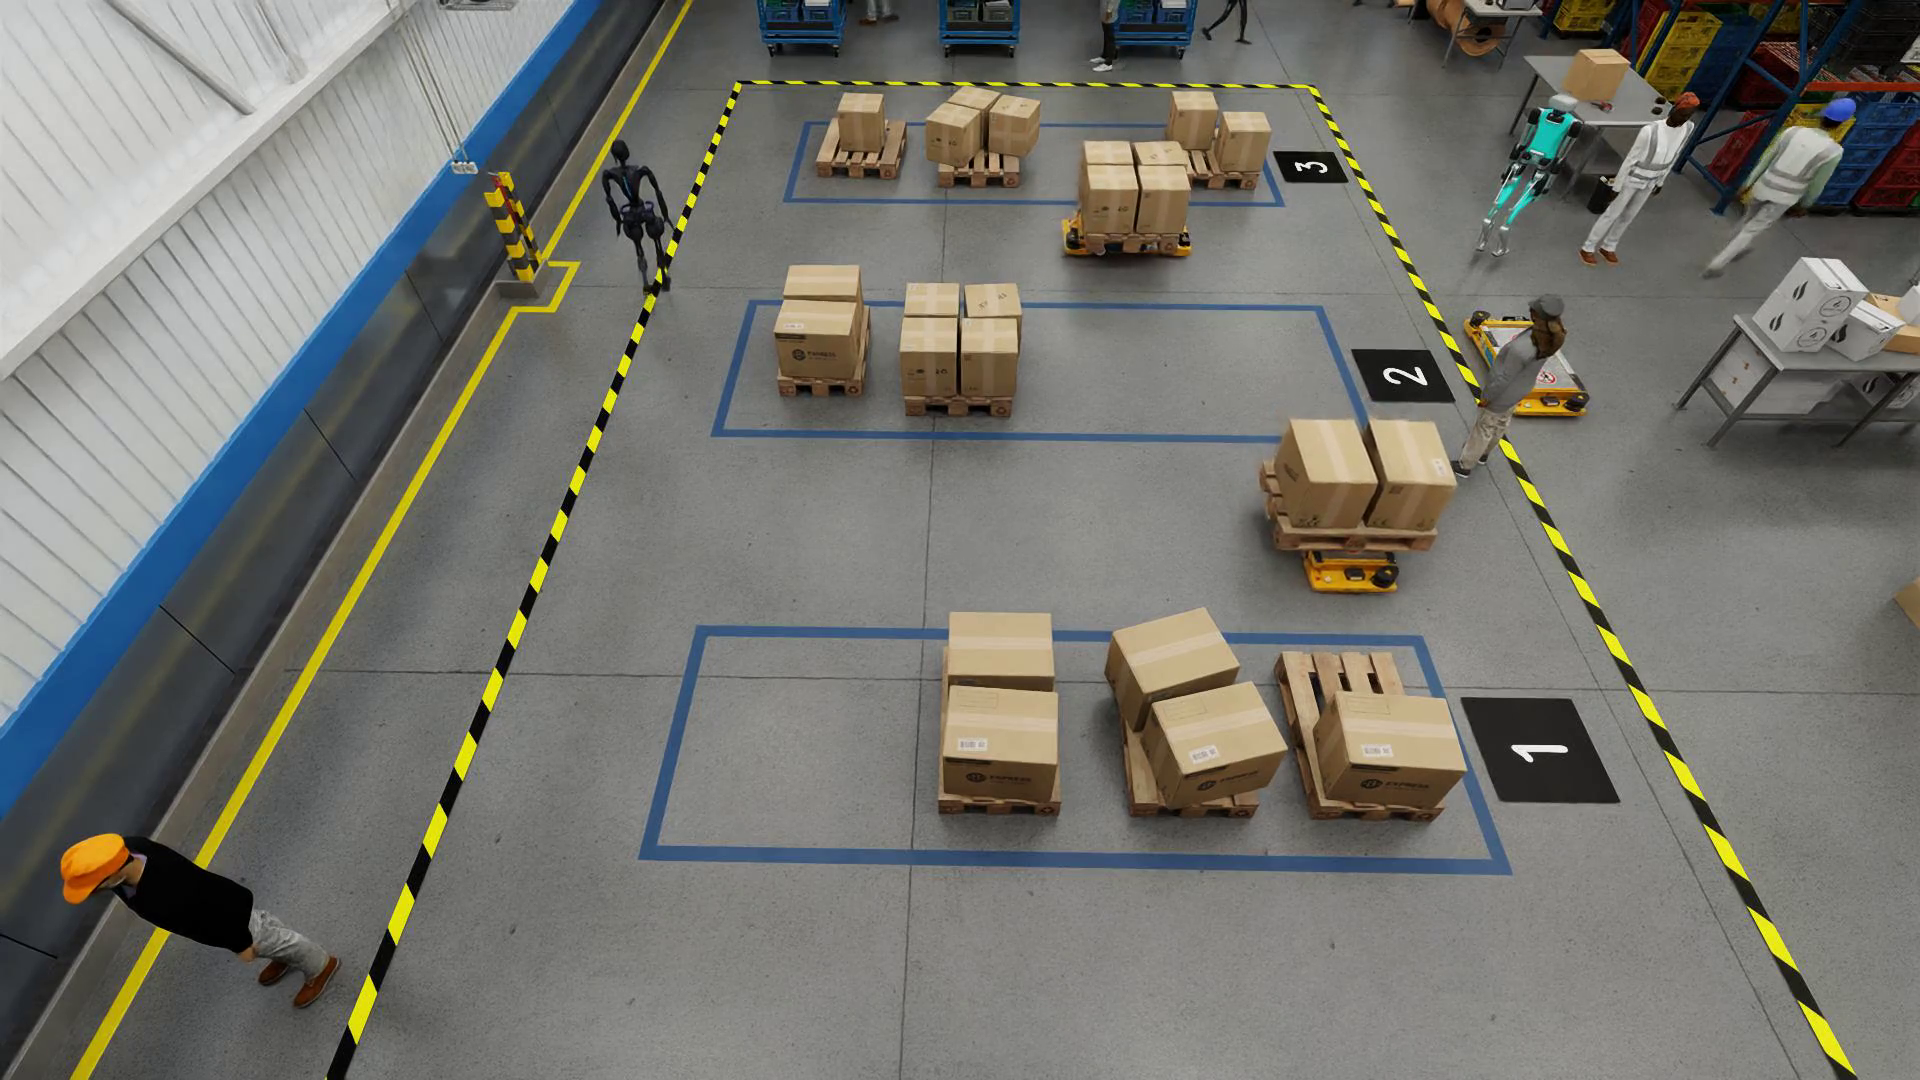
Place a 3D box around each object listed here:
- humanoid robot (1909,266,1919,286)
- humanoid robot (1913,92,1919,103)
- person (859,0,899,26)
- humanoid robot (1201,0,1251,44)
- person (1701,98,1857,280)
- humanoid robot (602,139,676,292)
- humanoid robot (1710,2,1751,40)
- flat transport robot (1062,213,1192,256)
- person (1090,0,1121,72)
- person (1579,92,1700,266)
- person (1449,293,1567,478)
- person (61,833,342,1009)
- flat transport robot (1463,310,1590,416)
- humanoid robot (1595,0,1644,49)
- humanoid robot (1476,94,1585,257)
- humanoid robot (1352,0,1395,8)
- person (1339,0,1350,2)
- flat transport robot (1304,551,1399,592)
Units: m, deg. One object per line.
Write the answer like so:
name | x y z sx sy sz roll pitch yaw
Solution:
humanoid robot | 10.566 -3.361 9.409 0.530 1.696 0.735 5 49 4
humanoid robot | 12.461 -5.721 11.534 0.719 1.813 0.532 13 50 11
person | -1.329 -9.086 14.327 0.699 1.896 0.356 -24 53 -19
humanoid robot | 4.226 -8.464 13.962 0.782 1.637 0.588 24 53 19
person | 8.673 -3.664 9.622 0.972 1.896 0.633 -20 52 -16
humanoid robot | -3.281 -3.285 9.444 0.608 1.639 0.421 -7 49 -6
humanoid robot | 11.568 -8.120 13.631 0.411 1.634 0.609 -16 51 -14
flat transport robot | 1.921 -3.557 10.594 1.431 0.197 0.652 1 49 1
person | 2.117 -7.762 13.205 0.397 1.850 0.596 0 49 0
person | 7.238 -3.810 9.769 0.583 1.879 0.371 -8 50 -7
person | 4.553 -1.262 7.635 0.572 1.764 0.402 -29 55 -22
person | -3.885 1.974 4.761 0.584 1.879 0.380 22 53 18
flat transport robot | 5.573 -1.757 9.054 0.659 0.231 1.431 1 49 1
humanoid robot | 10.086 -8.235 13.728 0.598 1.635 0.427 9 50 8
humanoid robot | 5.967 -3.808 9.773 0.735 1.672 0.533 -35 58 -26
humanoid robot | 7.021 -9.561 14.903 0.770 1.620 0.603 -6 49 -6
person | 6.621 -9.957 15.034 0.374 1.959 0.602 36 58 27
flat transport robot | 3.136 -0.182 7.672 0.652 0.197 1.431 1 49 1
